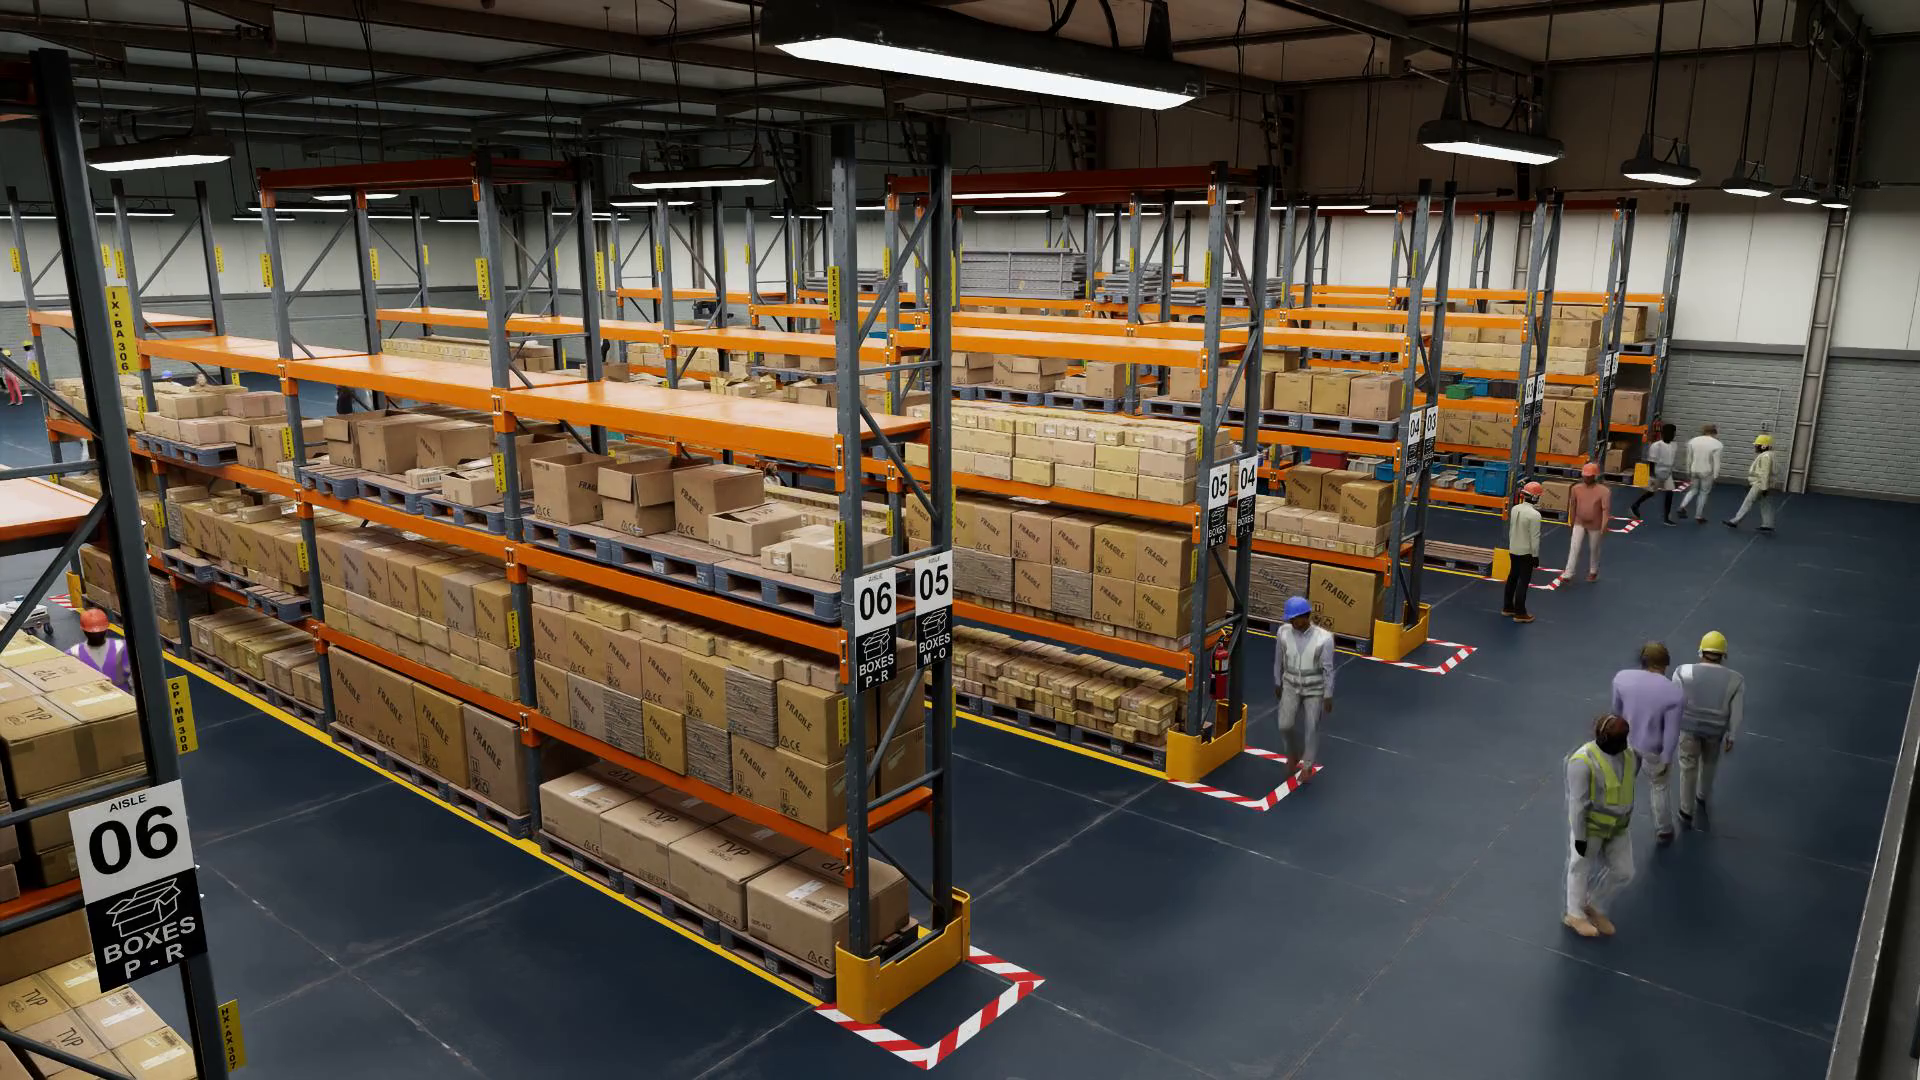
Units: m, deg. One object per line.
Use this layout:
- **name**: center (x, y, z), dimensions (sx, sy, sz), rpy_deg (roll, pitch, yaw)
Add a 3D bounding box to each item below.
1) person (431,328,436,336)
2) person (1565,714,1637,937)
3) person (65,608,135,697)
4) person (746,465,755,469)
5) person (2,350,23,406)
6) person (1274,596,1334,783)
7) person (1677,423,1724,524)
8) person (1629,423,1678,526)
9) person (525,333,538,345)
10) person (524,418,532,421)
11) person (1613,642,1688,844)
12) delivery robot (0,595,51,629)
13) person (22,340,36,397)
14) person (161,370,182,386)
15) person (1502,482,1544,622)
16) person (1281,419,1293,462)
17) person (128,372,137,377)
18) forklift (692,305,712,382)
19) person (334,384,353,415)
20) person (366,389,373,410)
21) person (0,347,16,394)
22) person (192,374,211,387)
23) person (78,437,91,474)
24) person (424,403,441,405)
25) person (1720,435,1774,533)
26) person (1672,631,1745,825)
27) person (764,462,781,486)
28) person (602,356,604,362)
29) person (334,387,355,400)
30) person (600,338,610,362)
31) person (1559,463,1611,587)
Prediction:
- **person**: center (-21.567, -7.841, 51.474), dimensions (0.498, 1.636, 0.278), rpy_deg (-1, 14, -2)
- **person**: center (4.947, 2.216, 9.705), dimensions (0.642, 1.823, 0.494), rpy_deg (-5, 14, -19)
- **person**: center (-8.304, 1.575, 12.258), dimensions (0.543, 1.879, 0.692), rpy_deg (-10, 17, -36)
- **person**: center (-4.419, -2.010, 26.892), dimensions (0.390, 1.922, 0.591), rpy_deg (5, 15, 21)
- **person**: center (-30.405, -5.197, 40.329), dimensions (0.533, 1.767, 0.312), rpy_deg (2, 14, 8)
- **person**: center (3.408, 1.488, 12.508), dimensions (0.637, 1.915, 0.468), rpy_deg (7, 15, 28)
- **person**: center (14.029, -1.258, 23.820), dimensions (0.533, 1.913, 0.651), rpy_deg (-6, 15, -24)
- **person**: center (13.242, -1.282, 23.896), dimensions (0.614, 1.936, 0.922), rpy_deg (-4, 14, -17)
- **person**: center (-16.525, -7.159, 48.674), dimensions (0.499, 1.634, 0.279), rpy_deg (-8, 16, -30)
- **person**: center (-12.002, -3.927, 34.867), dimensions (0.355, 1.880, 0.575), rpy_deg (6, 15, 22)
- **person**: center (6.113, 1.816, 11.231), dimensions (0.779, 1.888, 0.630), rpy_deg (-12, 18, -41)
- **delivery robot**: center (-12.842, 1.003, 17.240), dimensions (0.707, 0.478, 0.477), rpy_deg (6, 15, 22)
- **person**: center (-31.300, -5.805, 42.577), dimensions (0.905, 1.895, 0.601), rpy_deg (-8, 16, -28)
- **person**: center (-20.719, -3.521, 33.126), dimensions (0.624, 1.918, 0.885), rpy_deg (-2, 14, -8)
- **person**: center (8.014, 0.152, 17.869), dimensions (0.405, 1.987, 0.618), rpy_deg (-2, 14, -7)
- **person**: center (6.839, -2.037, 26.803), dimensions (0.845, 2.024, 0.616), rpy_deg (12, 18, 41)
- **person**: center (-22.626, -3.852, 34.519), dimensions (0.550, 1.893, 0.670), rpy_deg (-10, 17, -36)
- **forklift**: center (-9.511, -7.392, 47.124), dimensions (1.873, 2.768, 1.129), rpy_deg (11, 17, 38)
- **person**: center (-15.152, -3.077, 31.204), dimensions (0.944, 1.963, 0.605), rpy_deg (-6, 15, -25)
- **person**: center (-17.068, -4.258, 36.765), dimensions (0.690, 1.609, 0.535), rpy_deg (4, 14, 15)
- **person**: center (-32.606, -5.725, 42.754), dimensions (0.547, 1.638, 0.845), rpy_deg (8, 16, 29)
- **person**: center (-19.528, -3.362, 32.575), dimensions (0.642, 1.872, 0.917), rpy_deg (-7, 15, -25)
- **person**: center (-20.096, -2.457, 28.814), dimensions (0.645, 1.901, 1.019), rpy_deg (-3, 14, -11)
- **person**: center (-15.008, -4.134, 35.741), dimensions (0.924, 1.873, 0.658), rpy_deg (13, 19, 43)
- **person**: center (14.587, -1.045, 23.173), dimensions (0.884, 1.794, 0.623), rpy_deg (10, 17, 34)
- **person**: center (6.943, 1.713, 11.842), dimensions (0.607, 1.795, 0.847), rpy_deg (5, 15, 21)
- **person**: center (-3.178, -0.513, 21.322), dimensions (0.312, 1.639, 0.518), rpy_deg (6, 15, 22)
- **person**: center (-10.749, -4.627, 37.818), dimensions (0.508, 1.846, 0.345), rpy_deg (1, 14, 6)
- **person**: center (-20.297, -5.419, 41.476), dimensions (0.906, 1.633, 0.598), rpy_deg (10, 17, 36)
- **person**: center (-13.871, -7.408, 48.941), dimensions (0.535, 2.000, 0.684), rpy_deg (0, 14, 2)
- **person**: center (9.782, -0.237, 19.604), dimensions (0.634, 1.933, 1.057), rpy_deg (13, 19, 43)
